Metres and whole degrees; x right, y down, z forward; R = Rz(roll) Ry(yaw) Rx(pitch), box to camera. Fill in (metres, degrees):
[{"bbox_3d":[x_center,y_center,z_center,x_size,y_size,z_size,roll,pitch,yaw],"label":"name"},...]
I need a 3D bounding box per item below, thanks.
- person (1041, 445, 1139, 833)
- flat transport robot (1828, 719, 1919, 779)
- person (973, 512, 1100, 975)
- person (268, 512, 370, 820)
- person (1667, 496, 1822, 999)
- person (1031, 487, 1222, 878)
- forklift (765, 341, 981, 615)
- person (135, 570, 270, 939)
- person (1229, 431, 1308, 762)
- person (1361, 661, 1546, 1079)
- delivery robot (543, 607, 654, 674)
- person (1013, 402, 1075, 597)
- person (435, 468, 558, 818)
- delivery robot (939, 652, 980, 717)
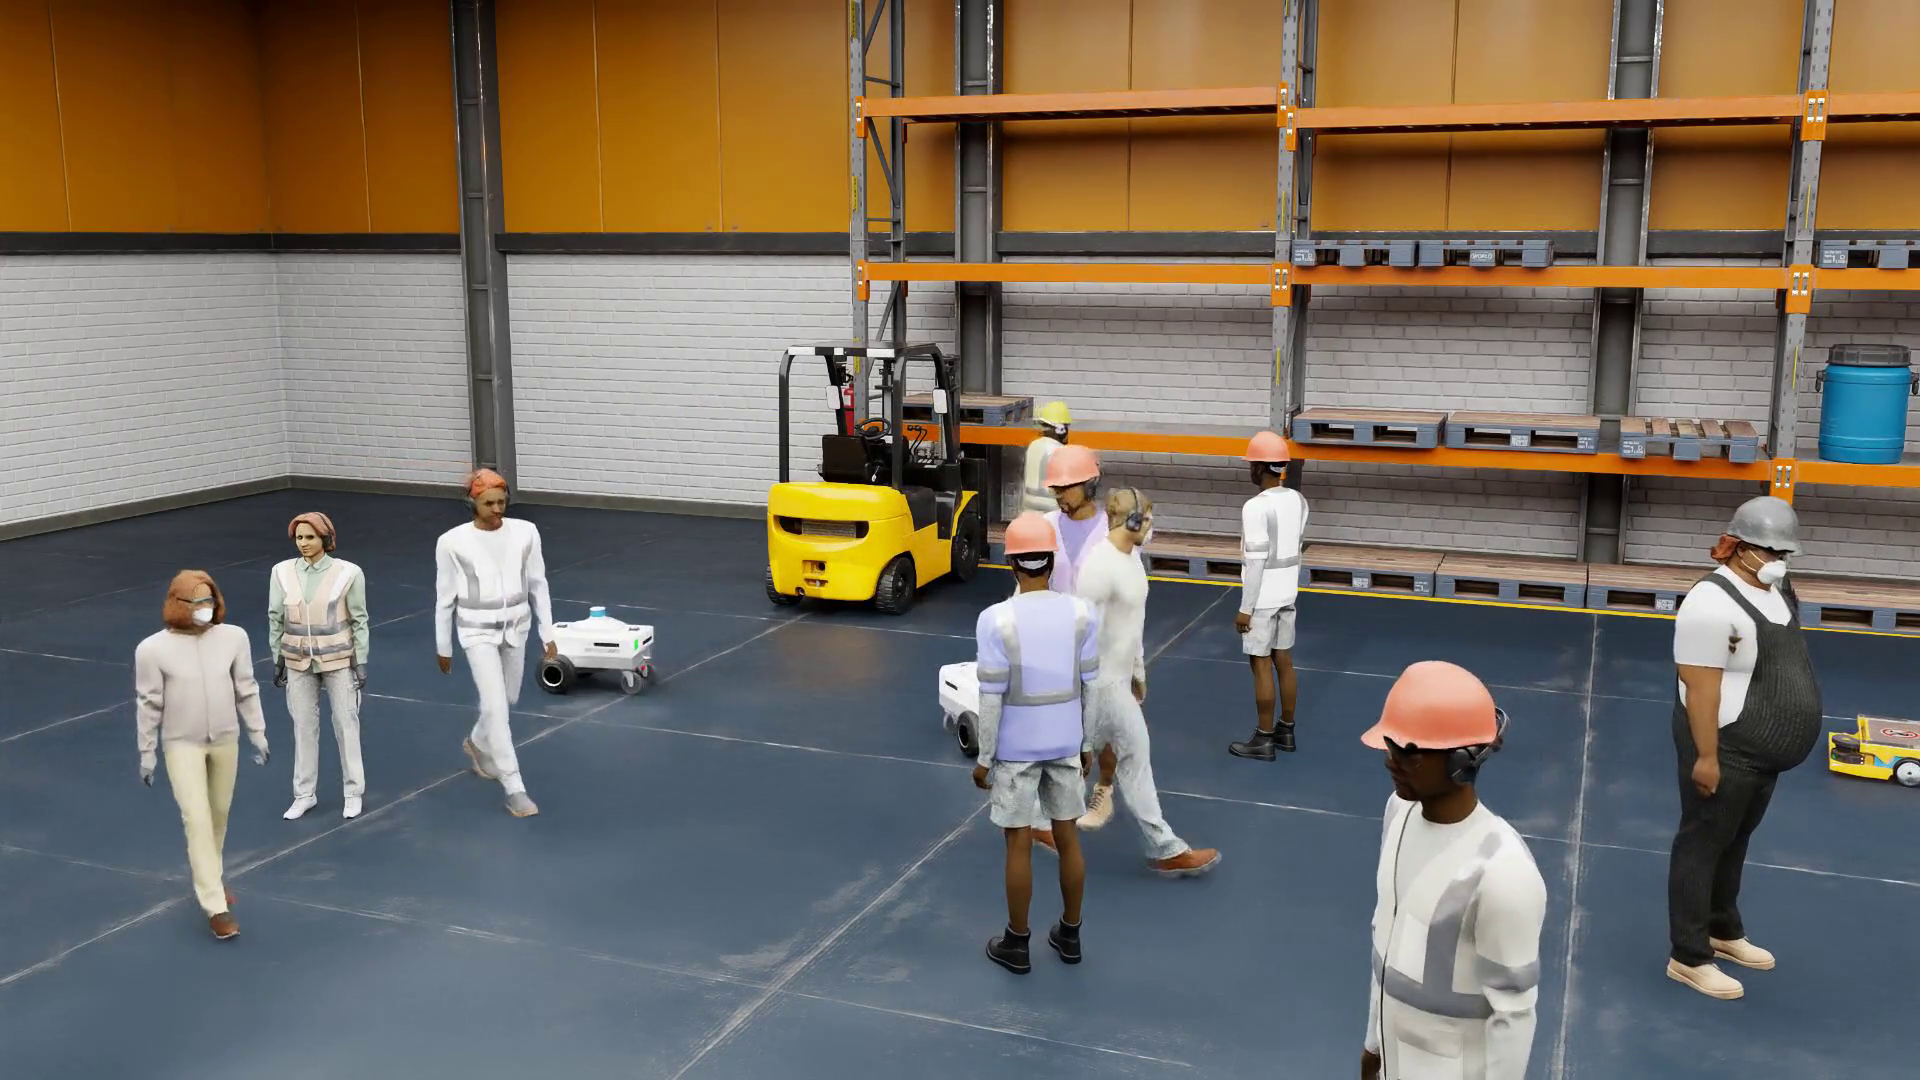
[{"bbox_3d":[0.624,0.515,8.492,0.618,2.018,0.535,6,12,30],"label":"person"},{"bbox_3d":[5.722,1.230,9.399,1.431,0.197,0.652,5,11,26],"label":"flat transport robot"},{"bbox_3d":[0.306,0.844,6.931,0.542,1.930,0.374,-4,11,-20],"label":"person"},{"bbox_3d":[-3.365,0.660,8.758,0.514,1.642,0.310,0,10,-1],"label":"person"},{"bbox_3d":[3.203,0.816,6.773,0.673,2.000,0.536,-10,14,-43],"label":"person"},{"bbox_3d":[0.754,0.677,8.042,1.034,1.869,0.663,4,11,21],"label":"person"},{"bbox_3d":[-0.739,-0.602,14.246,1.214,2.155,2.313,4,11,21],"label":"forklift"},{"bbox_3d":[-3.352,0.923,7.414,0.609,1.614,0.515,9,13,40],"label":"person"},{"bbox_3d":[1.790,0.327,9.785,0.374,1.935,0.552,9,14,42],"label":"person"},{"bbox_3d":[1.153,1.293,4.114,0.393,2.041,0.614,-2,10,-13],"label":"person"},{"bbox_3d":[-2.456,0.697,11.313,0.707,0.478,0.477,2,10,10],"label":"delivery robot"},{"bbox_3d":[0.738,-0.199,13.170,0.947,1.783,0.604,-4,11,-21],"label":"person"},{"bbox_3d":[-2.552,0.508,9.037,0.602,1.855,0.937,-9,13,-40],"label":"person"},{"bbox_3d":[0.149,0.920,10.072,0.477,0.478,0.707,-5,11,-24],"label":"delivery robot"}]
